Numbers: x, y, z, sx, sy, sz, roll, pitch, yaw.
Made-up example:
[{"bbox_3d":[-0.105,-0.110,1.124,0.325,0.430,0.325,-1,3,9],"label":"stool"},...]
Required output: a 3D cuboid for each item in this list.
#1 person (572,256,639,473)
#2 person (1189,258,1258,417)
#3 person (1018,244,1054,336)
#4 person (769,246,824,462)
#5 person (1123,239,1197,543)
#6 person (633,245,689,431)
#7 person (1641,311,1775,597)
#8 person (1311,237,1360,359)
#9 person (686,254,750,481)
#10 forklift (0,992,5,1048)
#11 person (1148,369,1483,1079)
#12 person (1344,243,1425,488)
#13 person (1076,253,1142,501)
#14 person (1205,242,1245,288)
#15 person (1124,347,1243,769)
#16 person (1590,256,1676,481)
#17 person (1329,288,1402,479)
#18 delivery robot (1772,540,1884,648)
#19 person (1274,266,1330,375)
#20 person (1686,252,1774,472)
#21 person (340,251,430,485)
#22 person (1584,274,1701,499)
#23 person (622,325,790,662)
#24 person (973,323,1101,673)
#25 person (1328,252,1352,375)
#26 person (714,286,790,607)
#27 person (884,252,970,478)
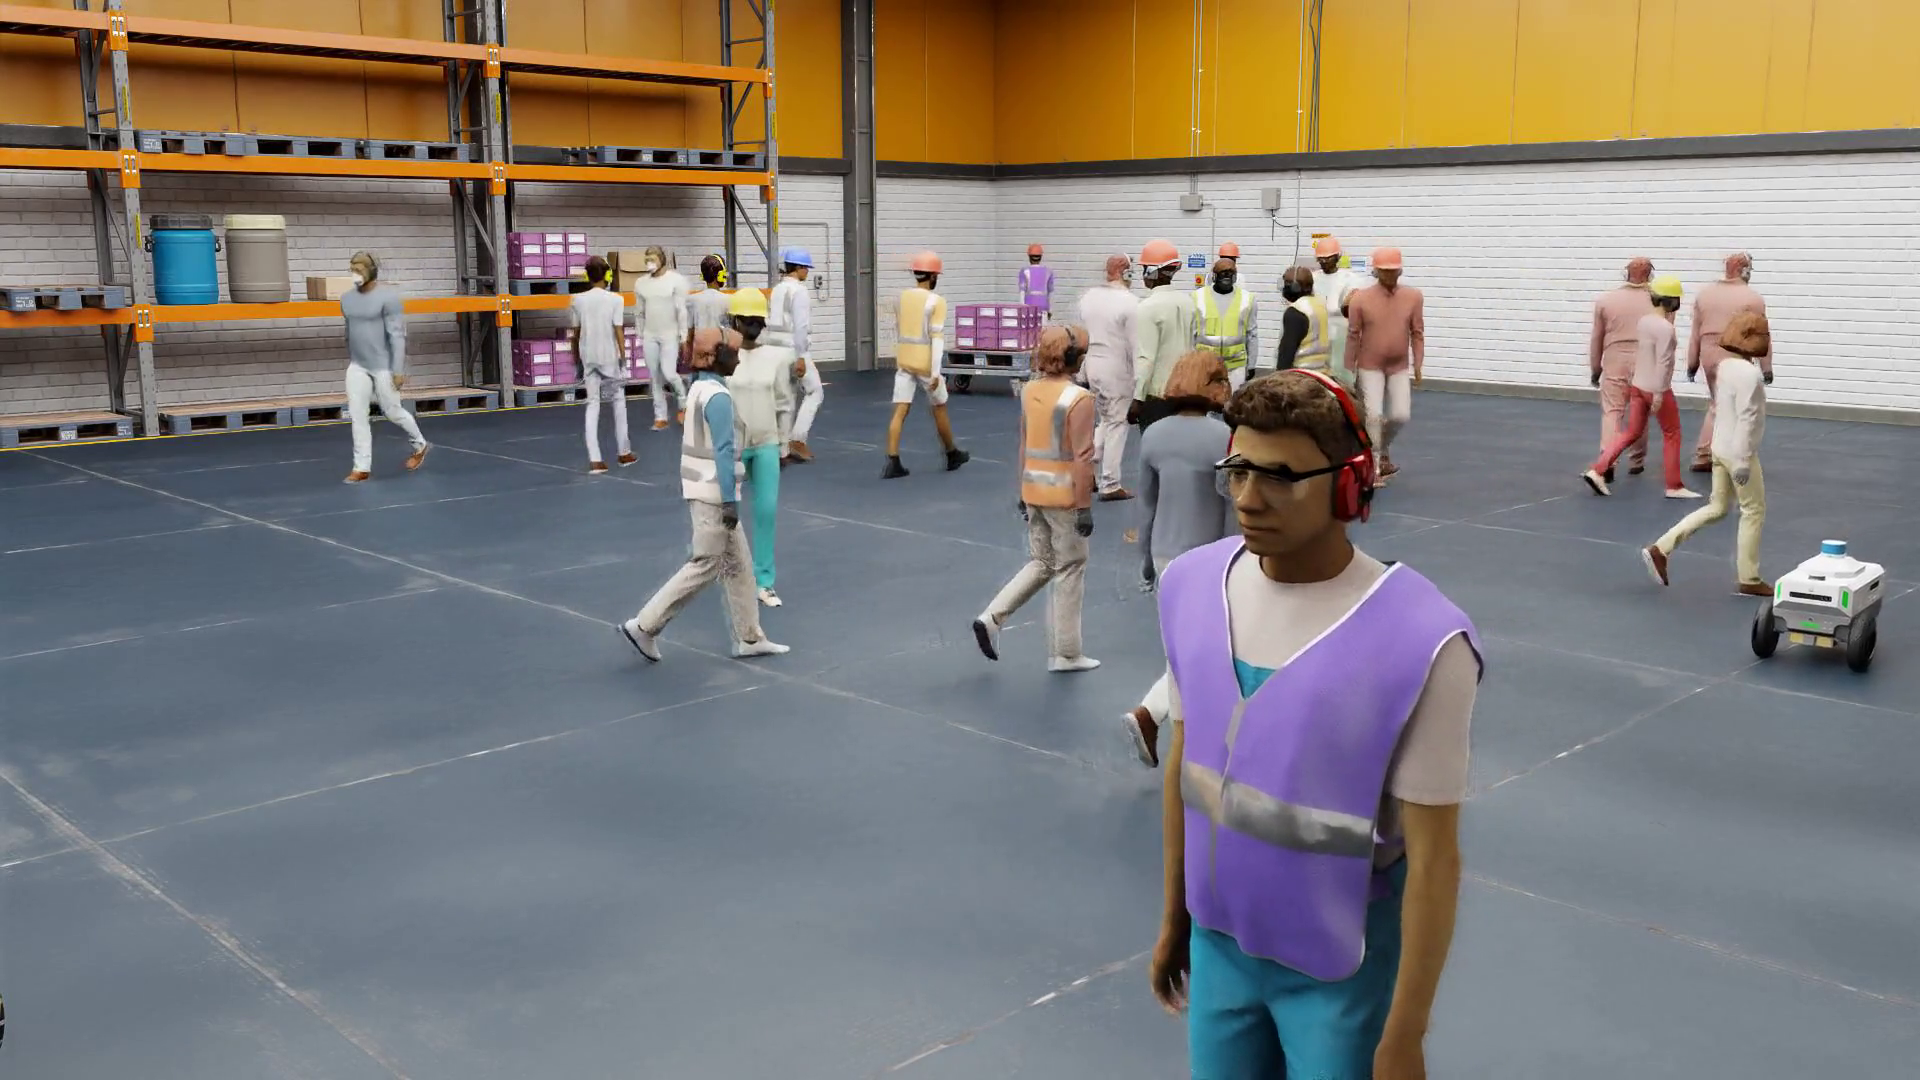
[{"bbox_3d":[-3.063,-1.521,14.389,0.565,1.833,0.860,2,11,11],"label":"person"},{"bbox_3d":[2.280,-1.547,14.580,0.644,1.831,0.431,1,10,6],"label":"person"},{"bbox_3d":[1.122,-3.456,24.825,0.574,1.880,1.002,-2,11,-13],"label":"person"},{"bbox_3d":[-1.479,-1.639,14.794,0.482,1.919,0.622,-7,12,-33],"label":"person"},{"bbox_3d":[1.312,-0.967,10.940,0.379,1.996,0.609,8,13,39],"label":"person"},{"bbox_3d":[-3.080,-2.086,17.231,0.653,1.924,0.485,4,11,20],"label":"person"},{"bbox_3d":[4.282,-0.477,9.329,0.704,1.612,0.504,1,10,6],"label":"person"},{"bbox_3d":[3.821,-2.121,17.232,0.613,2.001,0.778,7,13,34],"label":"person"},{"bbox_3d":[-1.996,-1.399,13.638,0.512,1.873,0.329,4,11,23],"label":"person"},{"bbox_3d":[-3.245,0.323,3.363,2.313,2.155,1.214,2,11,13],"label":"forklift"},{"bbox_3d":[0.534,0.647,2.600,0.396,1.834,0.564,-8,13,-36],"label":"person"},{"bbox_3d":[3.407,-1.400,13.400,0.624,1.961,0.650,-1,10,-4],"label":"person"},{"bbox_3d":[1.186,-1.231,12.673,0.418,1.891,0.671,-7,13,-35],"label":"person"},{"bbox_3d":[3.233,-2.630,20.170,0.552,1.934,0.364,9,14,40],"label":"person"},{"bbox_3d":[0.831,0.083,6.239,0.551,1.610,0.496,-8,13,-38],"label":"person"},{"bbox_3d":[5.573,-1.427,13.842,0.656,1.862,1.011,5,12,25],"label":"person"},{"bbox_3d":[3.236,-1.266,13.658,0.847,1.579,0.547,-1,10,-6],"label":"person"},{"bbox_3d":[4.187,0.245,8.007,0.477,0.478,0.707,9,14,40],"label":"delivery robot"},{"bbox_3d":[2.767,-1.287,13.309,1.001,1.798,0.630,5,11,25],"label":"person"},{"bbox_3d":[6.692,-1.519,14.290,0.940,1.862,0.681,-5,11,-23],"label":"person"},{"bbox_3d":[-4.813,-1.445,13.835,0.632,1.909,0.928,4,11,20],"label":"person"},{"bbox_3d":[5.282,-1.172,12.780,0.828,1.733,0.521,-1,10,-5],"label":"person"},{"bbox_3d":[-1.215,-0.204,7.829,0.759,1.607,0.525,-3,11,-15],"label":"person"},{"bbox_3d":[0.383,-0.171,7.610,0.531,1.629,0.522,-6,12,-30],"label":"person"},{"bbox_3d":[4.394,-2.436,19.429,0.421,1.825,0.613,-7,13,-35],"label":"person"},{"bbox_3d":[-1.203,-0.530,9.222,0.537,1.751,0.629,-5,12,-26],"label":"person"},{"bbox_3d":[-0.312,-1.483,14.071,0.565,1.880,1.009,7,12,32],"label":"person"}]
